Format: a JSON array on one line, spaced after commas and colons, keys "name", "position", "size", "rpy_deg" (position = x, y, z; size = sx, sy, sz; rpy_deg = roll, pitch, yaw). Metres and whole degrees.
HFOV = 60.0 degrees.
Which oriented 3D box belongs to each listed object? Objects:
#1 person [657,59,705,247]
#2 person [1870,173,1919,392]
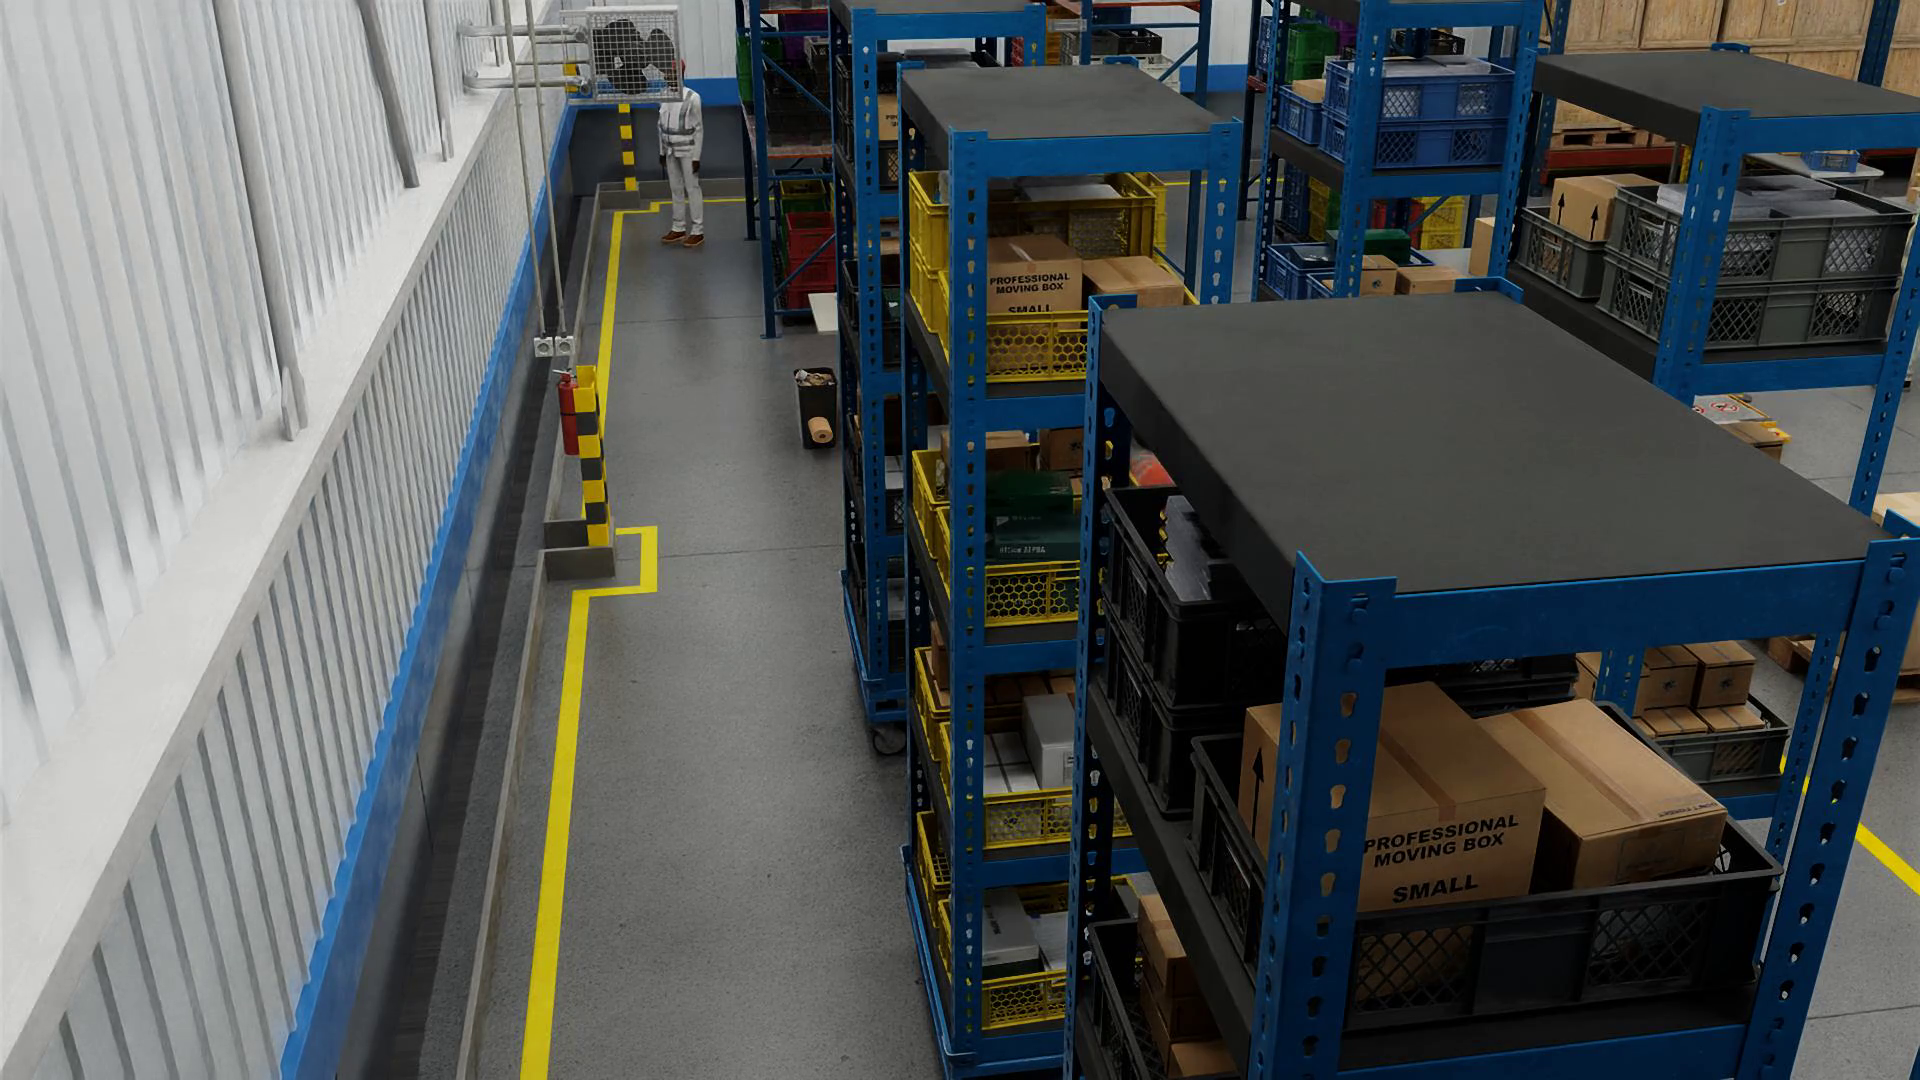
[{"name": "person", "position": [-2.846, -3.935, 16.906], "size": [0.576, 1.882, 0.355], "rpy_deg": [17, 30, 32]}, {"name": "person", "position": [7.425, -2.065, 12.898], "size": [0.404, 1.832, 0.596], "rpy_deg": [10, 26, 20]}]
